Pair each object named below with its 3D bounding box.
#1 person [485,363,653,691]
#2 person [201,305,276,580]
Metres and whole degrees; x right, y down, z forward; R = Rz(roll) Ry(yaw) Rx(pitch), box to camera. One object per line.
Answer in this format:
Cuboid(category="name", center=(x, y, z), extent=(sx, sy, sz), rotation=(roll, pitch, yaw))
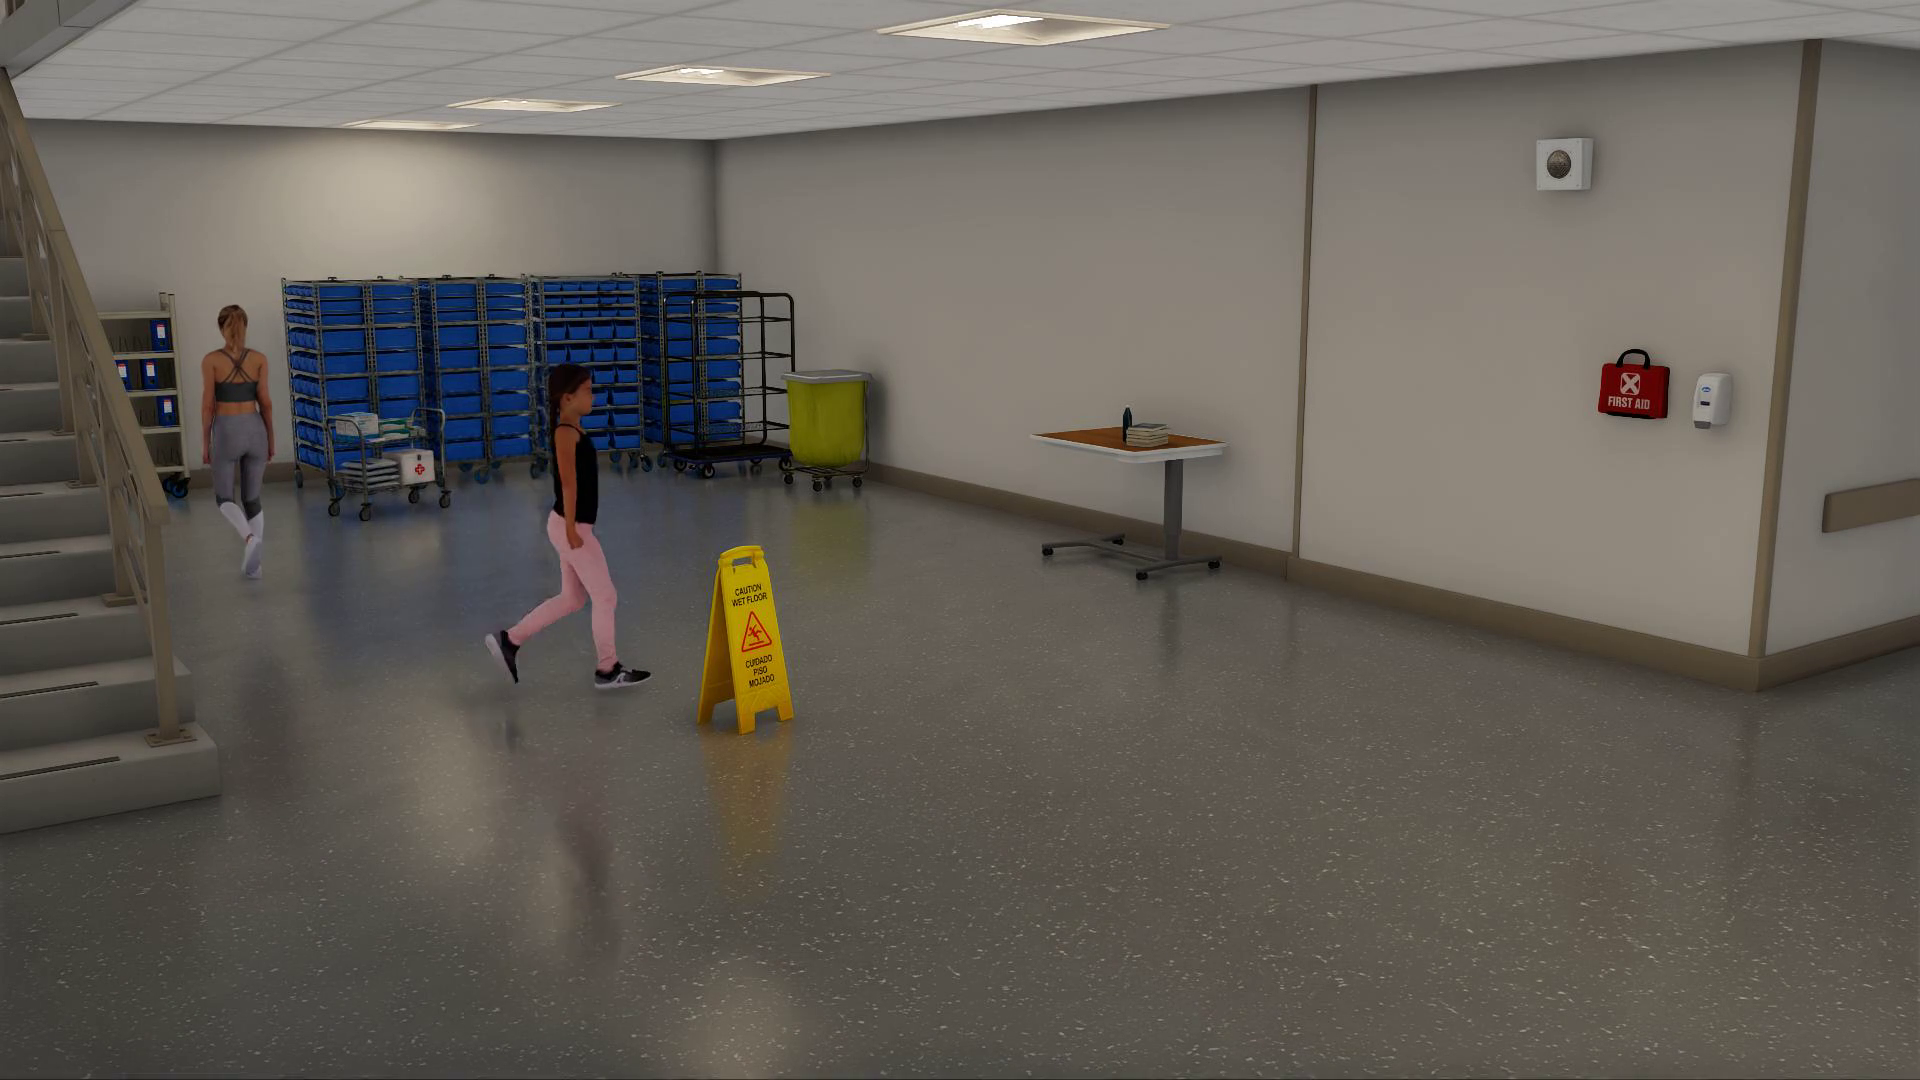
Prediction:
Cuboid(category="person", center=(-1.856, -0.029, 7.702), extent=(0.805, 1.537, 0.975), rotation=(-3, 11, -15))
Cuboid(category="person", center=(-4.375, -0.568, 10.135), extent=(0.592, 1.688, 0.828), rotation=(-8, 14, -37))
